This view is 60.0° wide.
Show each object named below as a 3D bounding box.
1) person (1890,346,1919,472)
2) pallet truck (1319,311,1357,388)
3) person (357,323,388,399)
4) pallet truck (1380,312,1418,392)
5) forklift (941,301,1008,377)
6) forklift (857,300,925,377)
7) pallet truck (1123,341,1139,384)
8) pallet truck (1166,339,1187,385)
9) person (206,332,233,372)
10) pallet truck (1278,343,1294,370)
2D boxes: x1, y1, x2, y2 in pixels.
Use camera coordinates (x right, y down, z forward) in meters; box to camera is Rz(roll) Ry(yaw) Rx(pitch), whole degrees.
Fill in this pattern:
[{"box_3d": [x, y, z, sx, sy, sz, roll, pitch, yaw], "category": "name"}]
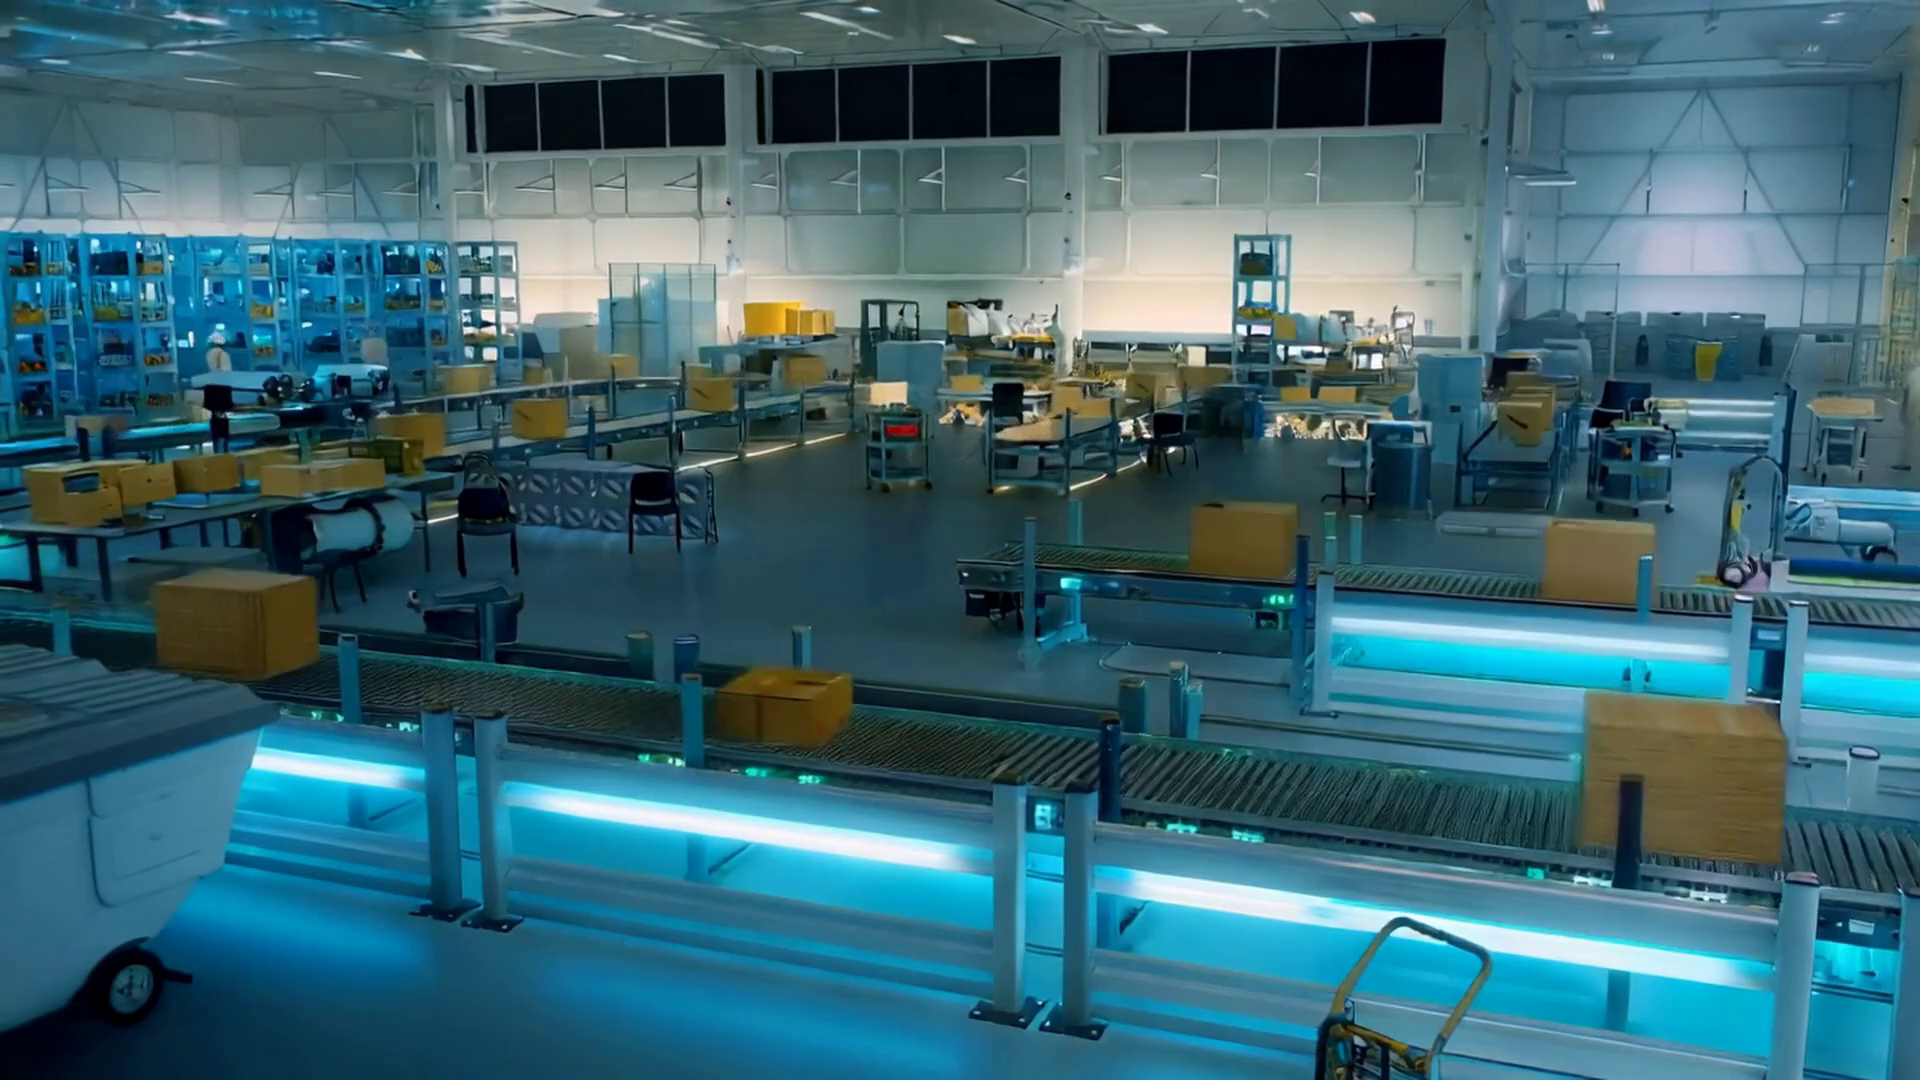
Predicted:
[{"box_3d": [14.020, -1.913, 24.443, 0.537, 1.853, 0.445, -4, 10, -24], "category": "person"}, {"box_3d": [9.071, -4.419, 39.190, 0.823, 1.965, 1.885, 5, 10, 26], "category": "pallet truck"}, {"box_3d": [-11.412, -3.237, 32.245, 0.625, 1.945, 1.060, 7, 12, 36], "category": "person"}, {"box_3d": [10.207, -4.283, 38.369, 0.823, 1.965, 1.885, 3, 10, 20], "category": "pallet truck"}, {"box_3d": [0.365, -4.966, 41.571, 1.157, 1.987, 2.680, 3, 10, 20], "category": "forklift"}, {"box_3d": [-1.732, -5.109, 42.468, 1.157, 1.987, 2.680, 4, 10, 22], "category": "forklift"}, {"box_3d": [4.445, -4.380, 41.279, 0.680, 1.201, 1.601, 4, 10, 22], "category": "pallet truck"}, {"box_3d": [5.418, -4.269, 40.420, 0.704, 1.261, 1.522, 3, 10, 20], "category": "pallet truck"}, {"box_3d": [-13.536, -2.924, 30.707, 0.626, 1.800, 0.807, 5, 11, 28], "category": "person"}, {"box_3d": [7.886, -4.163, 39.743, 0.653, 1.274, 1.630, 4, 10, 22], "category": "pallet truck"}]
